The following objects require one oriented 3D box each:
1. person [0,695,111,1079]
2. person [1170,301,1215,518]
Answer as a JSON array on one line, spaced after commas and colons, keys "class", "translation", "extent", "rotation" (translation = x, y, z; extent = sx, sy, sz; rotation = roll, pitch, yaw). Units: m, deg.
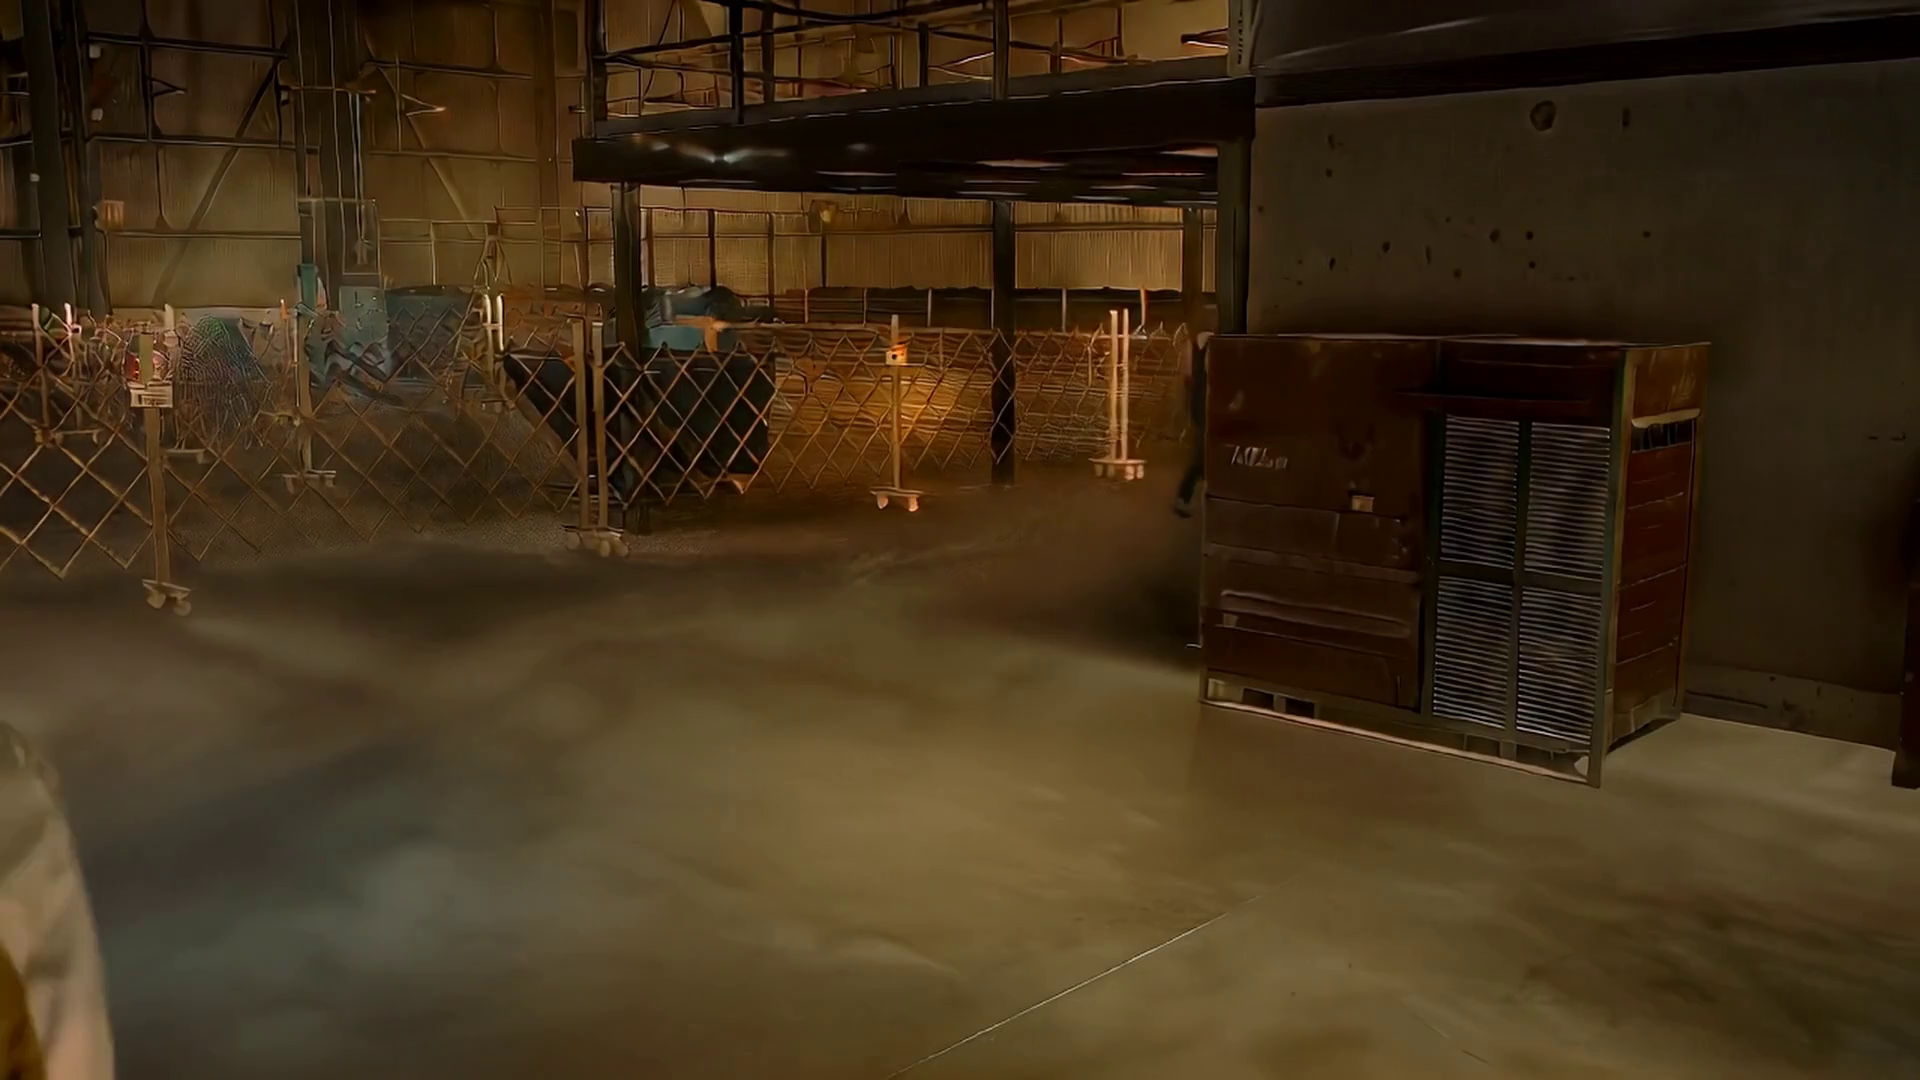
[{"class": "person", "translation": [-1.399, 0.822, 2.071], "extent": [0.631, 1.849, 0.855], "rotation": [-6, 11, -31]}, {"class": "person", "translation": [2.045, -1.099, 13.984], "extent": [0.946, 1.812, 0.502], "rotation": [-8, 12, -41]}]
